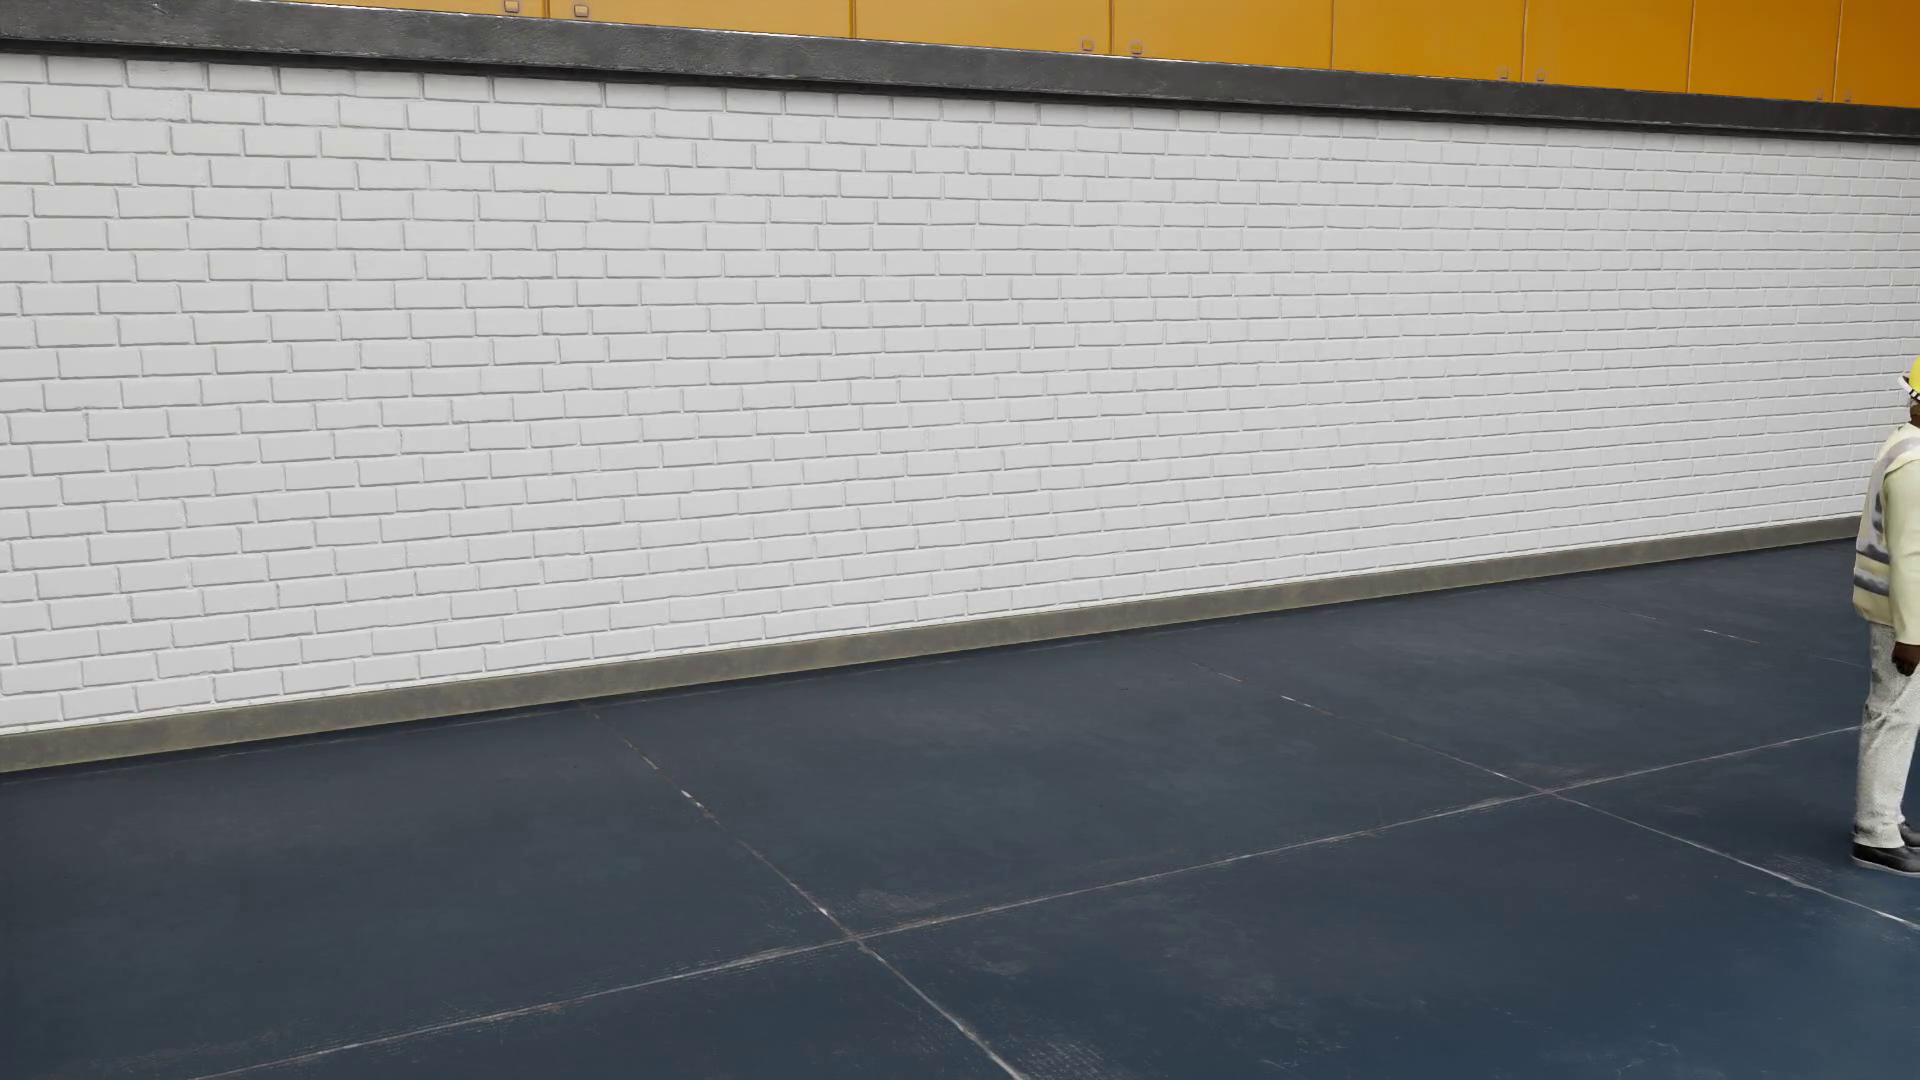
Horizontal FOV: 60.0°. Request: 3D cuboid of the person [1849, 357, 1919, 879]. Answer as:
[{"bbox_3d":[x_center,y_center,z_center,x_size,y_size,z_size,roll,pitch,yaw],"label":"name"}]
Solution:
[{"bbox_3d":[3.284,0.238,5.707,0.403,1.824,0.593,6,11,30],"label":"person"}]
